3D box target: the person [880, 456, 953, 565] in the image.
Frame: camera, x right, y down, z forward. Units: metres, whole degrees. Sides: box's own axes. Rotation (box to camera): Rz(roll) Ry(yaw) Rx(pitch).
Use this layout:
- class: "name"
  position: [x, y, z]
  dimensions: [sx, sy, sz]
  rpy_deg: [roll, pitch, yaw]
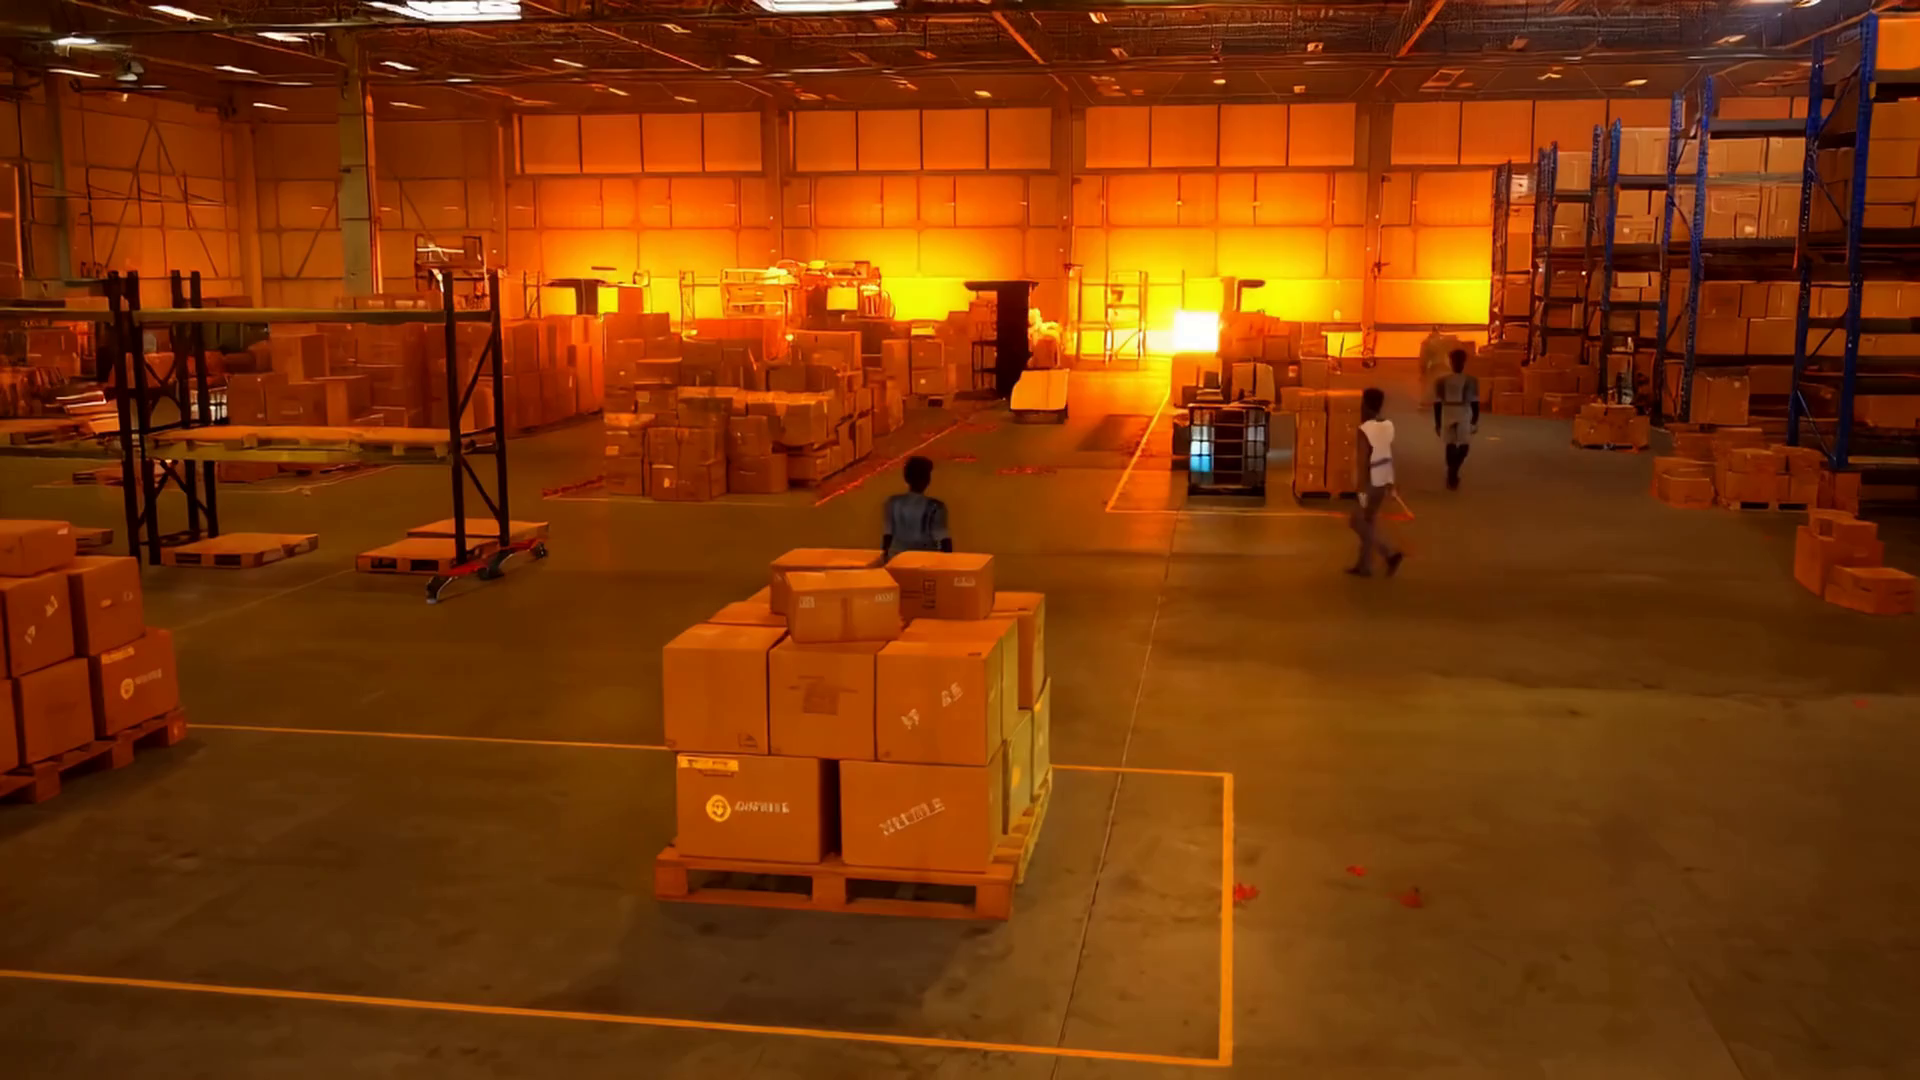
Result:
- class: "person"
  position: [-0.273, 0.199, 12.423]
  dimensions: [0.554, 1.650, 0.847]
  rpy_deg: [5, 11, 30]

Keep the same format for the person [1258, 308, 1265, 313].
- class: "person"
  position: [9.004, -6.063, 50.326]
  dimensions: [0.936, 1.908, 0.641]
  rpy_deg: [3, 10, 20]

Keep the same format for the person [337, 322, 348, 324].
- class: "person"
  position: [-18.725, -6.176, 50.909]
  dimensions: [0.635, 1.934, 0.351]
  rpy_deg: [1, 9, 9]

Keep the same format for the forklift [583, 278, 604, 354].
- class: "forklift"
  position: [-10.042, -5.754, 45.400]
  dimensions: [1.873, 2.768, 1.129]
  rpy_deg: [-3, 10, -17]

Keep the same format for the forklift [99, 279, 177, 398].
- class: "forklift"
  position: [-19.606, -4.720, 39.027]
  dimensions: [1.873, 2.768, 1.129]
  rpy_deg: [1, 9, 9]

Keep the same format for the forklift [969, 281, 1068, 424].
- class: "forklift"
  position: [1.189, -3.753, 33.060]
  dimensions: [1.873, 2.768, 1.129]
  rpy_deg: [1, 9, 9]

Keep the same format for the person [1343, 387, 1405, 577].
- class: "person"
  position: [4.092, -0.550, 16.324]
  dimensions: [0.618, 1.902, 0.595]
  rpy_deg: [8, 12, 41]

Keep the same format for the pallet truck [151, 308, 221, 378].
- class: "pallet truck"
  position: [-21.869, -5.598, 47.154]
  dimensions: [0.823, 1.965, 1.885]
  rpy_deg: [4, 10, 26]

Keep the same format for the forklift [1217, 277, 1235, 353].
- class: "forklift"
  position: [7.776, -6.235, 48.370]
  dimensions: [1.873, 2.768, 1.129]
  rpy_deg: [1, 9, 9]

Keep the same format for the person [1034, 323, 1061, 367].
- class: "person"
  position: [1.829, -3.606, 35.124]
  dimensions: [0.624, 1.945, 0.734]
  rpy_deg: [5, 10, 27]

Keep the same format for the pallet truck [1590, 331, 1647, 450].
- class: "pallet truck"
  position: [11.253, -2.573, 28.499]
  dimensions: [0.823, 1.965, 1.885]
  rpy_deg: [5, 10, 27]

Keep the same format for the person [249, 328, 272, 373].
- class: "person"
  position: [-13.711, -3.240, 32.950]
  dimensions: [0.635, 1.884, 1.014]
  rpy_deg: [-1, 9, -8]

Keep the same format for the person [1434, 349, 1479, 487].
- class: "person"
  position: [6.888, -1.679, 23.133]
  dimensions: [0.613, 1.945, 0.708]
  rpy_deg: [6, 11, 31]

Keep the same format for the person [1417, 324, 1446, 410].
- class: "person"
  position: [10.304, -3.777, 36.343]
  dimensions: [0.830, 1.871, 0.665]
  rpy_deg: [-5, 10, -28]
